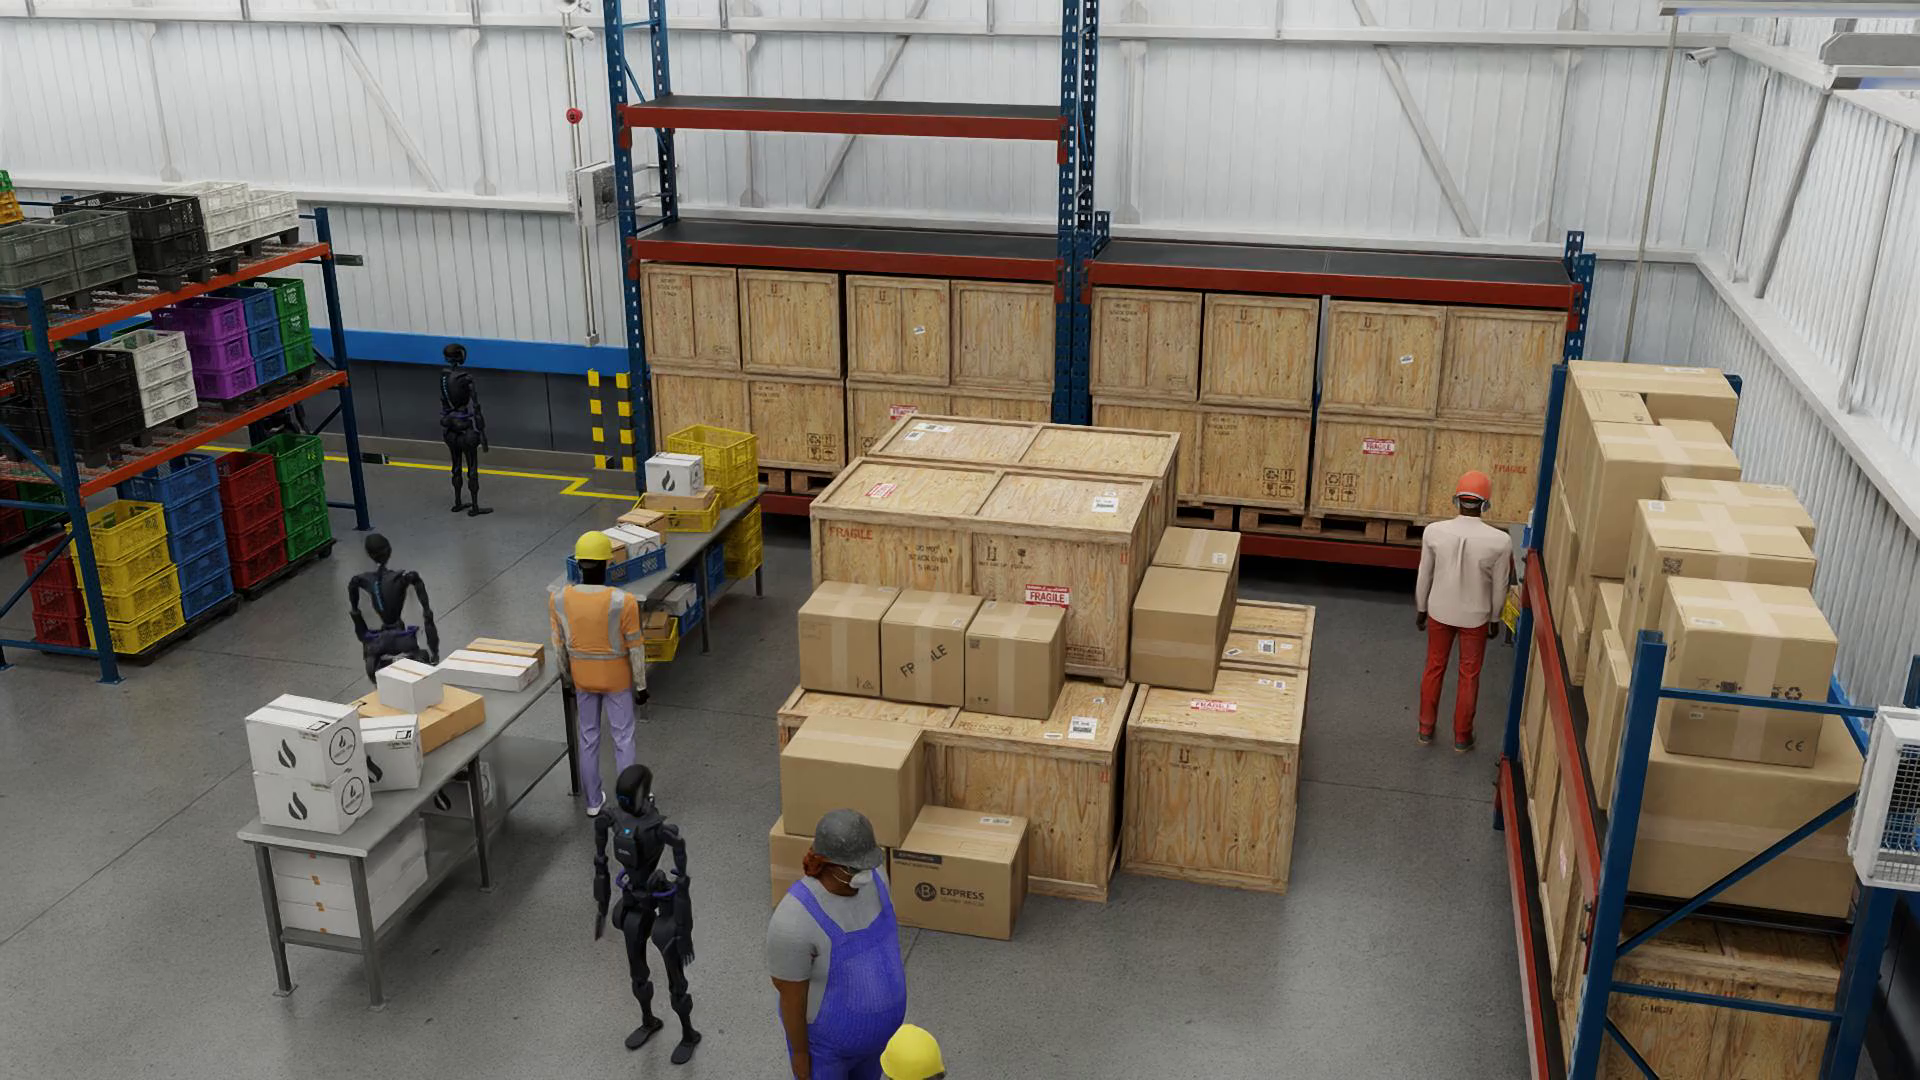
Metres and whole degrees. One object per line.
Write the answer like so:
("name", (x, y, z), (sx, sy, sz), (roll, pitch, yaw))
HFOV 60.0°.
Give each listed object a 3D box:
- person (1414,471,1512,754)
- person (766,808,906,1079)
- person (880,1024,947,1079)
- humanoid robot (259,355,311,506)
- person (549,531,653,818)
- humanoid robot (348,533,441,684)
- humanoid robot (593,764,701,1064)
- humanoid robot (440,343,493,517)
("person", (3.423, 0.488, 11.390), (0.604, 1.977, 0.431), (12, 24, 28))
("person", (-0.477, 2.054, 7.195), (0.536, 2.000, 0.682), (17, 26, 37))
("person", (-0.168, 2.576, 6.208), (0.534, 1.767, 0.314), (-19, 28, -40))
("humanoid robot", (-6.486, -1.070, 15.852), (0.330, 1.657, 0.586), (11, 23, 26))
("person", (-2.248, 0.863, 10.477), (0.584, 1.919, 0.370), (3, 21, 7))
("humanoid robot", (-3.774, 0.753, 11.152), (0.589, 1.622, 0.706), (-2, 21, -6))
("humanoid robot", (-1.550, 1.839, 8.257), (0.574, 1.650, 0.336), (9, 23, 23))
("humanoid robot", (-4.733, -1.066, 15.842), (0.592, 1.657, 0.326), (15, 25, 34))
